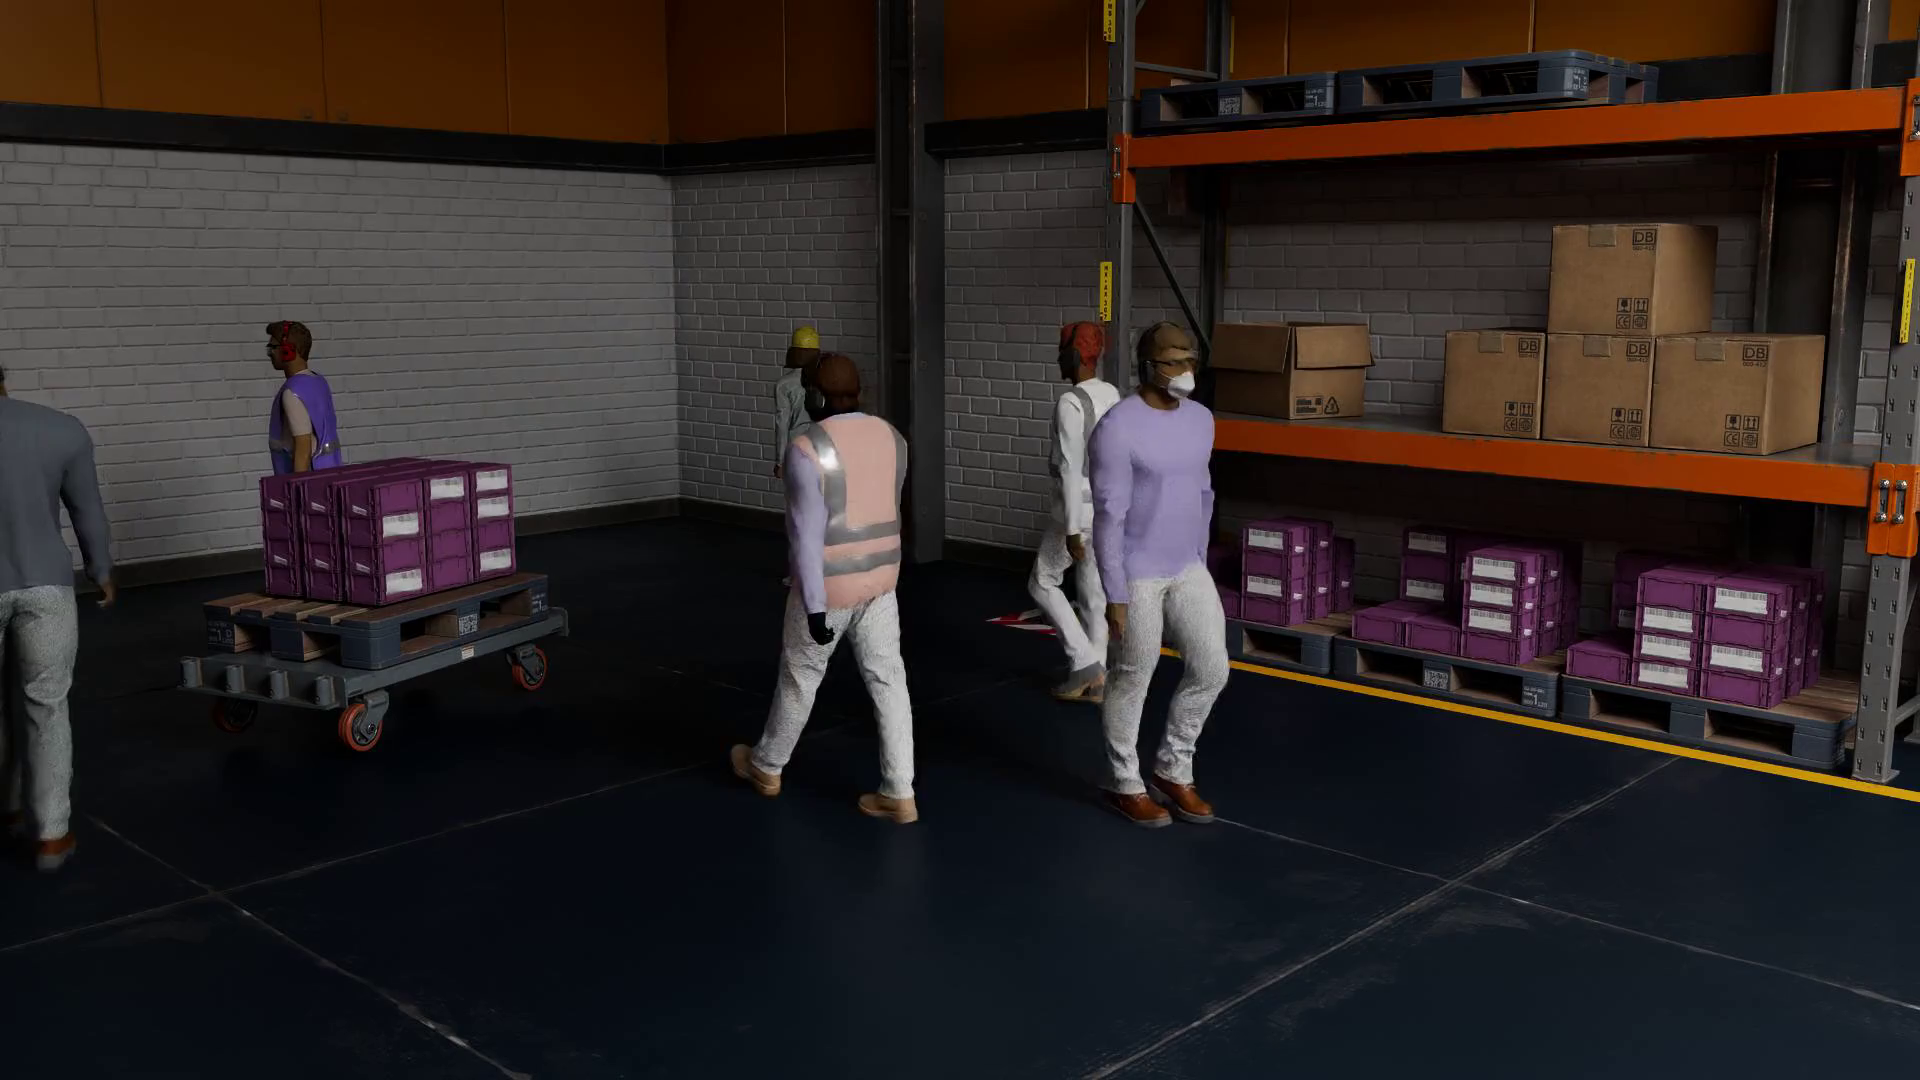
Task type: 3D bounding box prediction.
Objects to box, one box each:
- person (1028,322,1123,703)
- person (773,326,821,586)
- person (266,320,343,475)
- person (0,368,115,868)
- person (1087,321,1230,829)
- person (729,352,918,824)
[{"bbox_3d":[0.573,-0.122,8.092,0.414,1.869,0.580,7,12,37],"label":"person"},{"bbox_3d":[-1.021,-0.552,11.109,0.493,1.742,0.322,-5,11,-29],"label":"person"},{"bbox_3d":[-3.530,-0.262,9.010,0.374,1.843,0.574,-2,9,-10],"label":"person"},{"bbox_3d":[-3.447,0.192,6.054,0.661,1.895,0.861,-5,11,-28],"label":"person"},{"bbox_3d":[0.766,0.154,6.221,0.663,1.920,0.568,-7,12,-38],"label":"person"},{"bbox_3d":[-0.513,0.171,6.501,0.955,1.793,0.623,9,13,44],"label":"person"}]
